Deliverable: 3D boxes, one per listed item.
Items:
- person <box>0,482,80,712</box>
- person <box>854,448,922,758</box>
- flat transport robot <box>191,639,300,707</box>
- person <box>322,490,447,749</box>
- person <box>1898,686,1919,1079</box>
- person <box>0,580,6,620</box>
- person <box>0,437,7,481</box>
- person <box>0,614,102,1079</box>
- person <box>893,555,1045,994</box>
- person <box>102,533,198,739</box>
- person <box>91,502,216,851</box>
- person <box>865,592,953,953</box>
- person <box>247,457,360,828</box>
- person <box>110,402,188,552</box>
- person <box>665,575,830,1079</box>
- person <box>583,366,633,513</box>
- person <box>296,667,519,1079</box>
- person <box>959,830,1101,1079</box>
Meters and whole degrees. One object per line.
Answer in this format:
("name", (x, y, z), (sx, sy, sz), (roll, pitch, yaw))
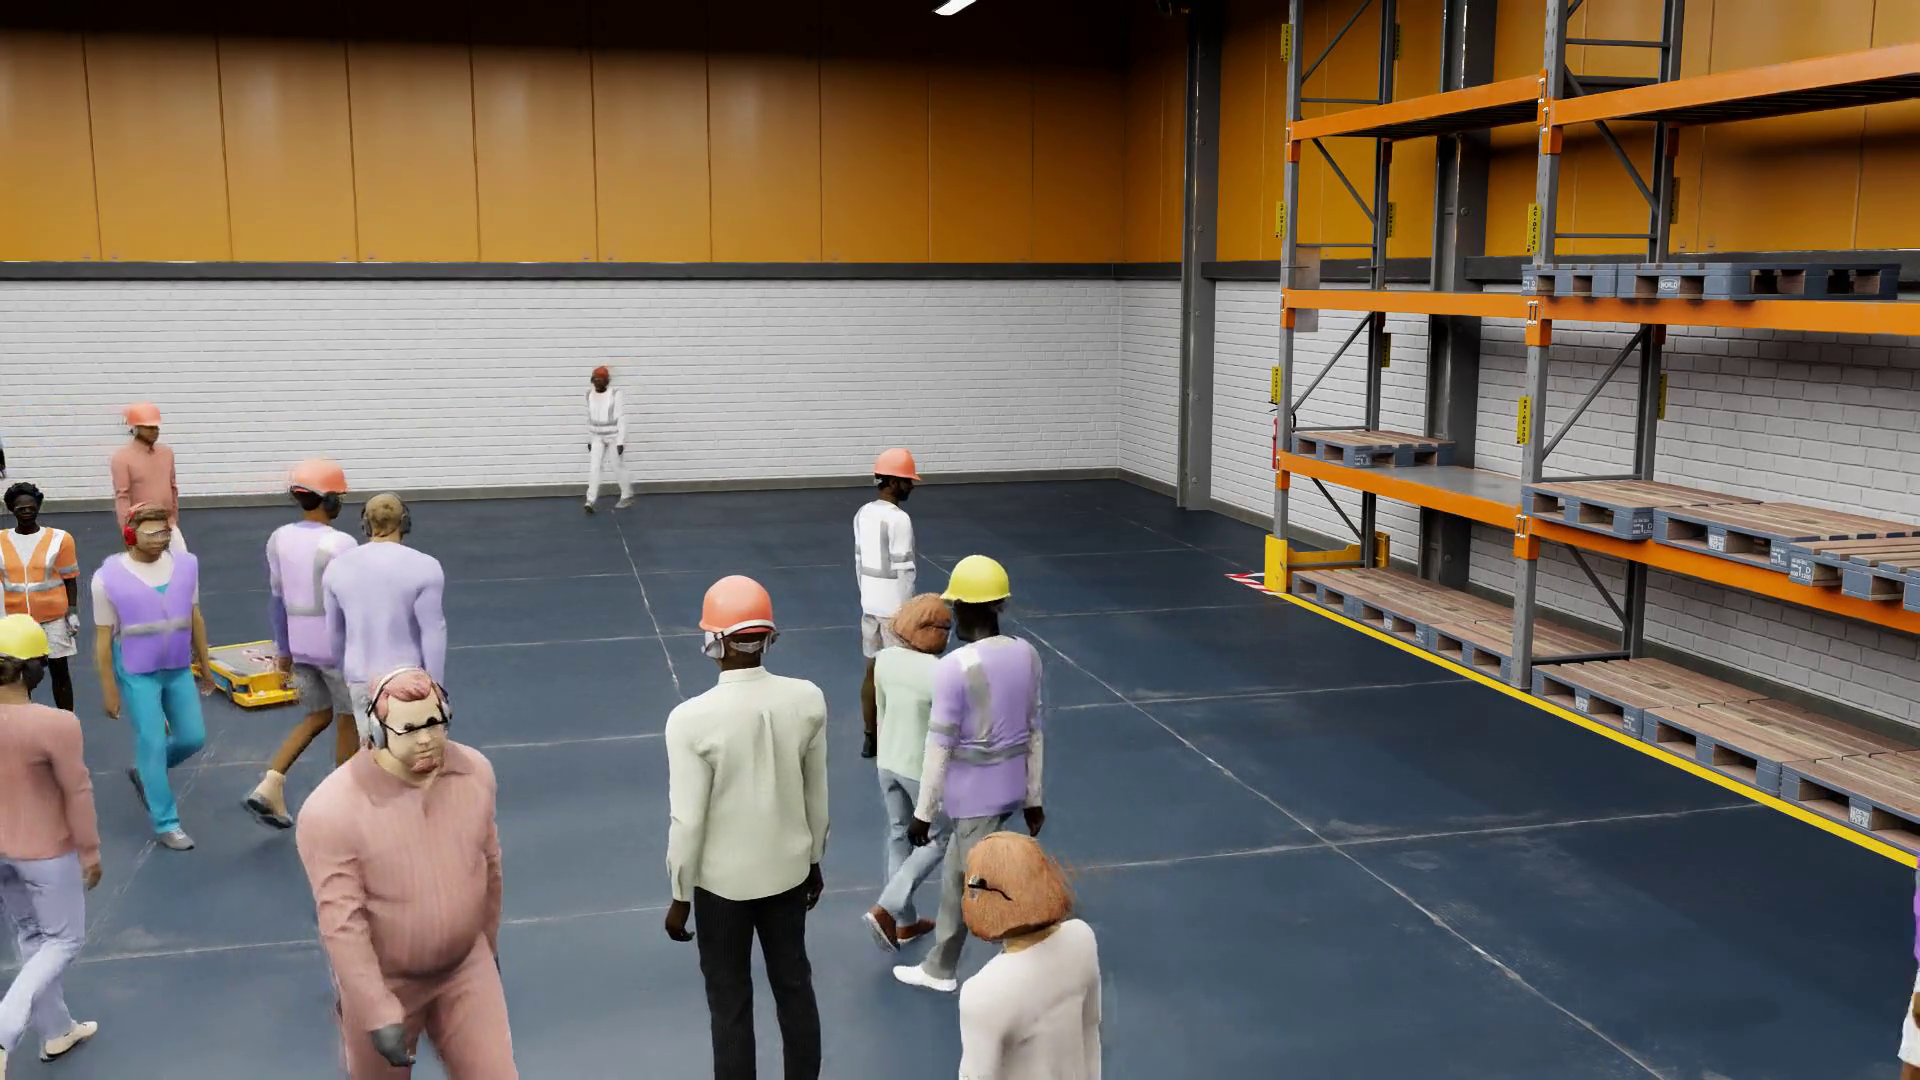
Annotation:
("person", (-5.783, 0.481, 10.382), (0.540, 1.700, 0.316), (-3, 10, -19))
("person", (-0.414, 0.406, 10.133), (0.375, 1.931, 0.542), (-6, 11, -33))
("flat transport robot", (-5.046, 0.934, 12.000), (0.652, 0.197, 1.431), (-8, 12, -40))
("person", (-2.864, 0.714, 8.356), (0.646, 1.913, 0.593), (1, 9, 5))
("person", (3.075, 1.242, 4.956), (0.554, 1.916, 0.696), (-8, 12, -39))
("person", (-4.802, 0.753, 7.867), (0.603, 1.961, 0.368), (-5, 10, -28))
("person", (-10.829, -0.771, 18.341), (0.538, 1.652, 0.848), (-3, 10, -18))
("person", (-3.452, 1.144, 6.088), (0.534, 1.743, 0.678), (2, 9, 10))
("person", (0.128, 0.996, 6.598), (0.965, 1.891, 0.587), (6, 11, 33))
("person", (-4.862, 0.589, 10.011), (0.525, 1.598, 0.733), (-3, 9, -15))
("person", (-4.235, 0.690, 8.683), (0.581, 1.824, 0.592), (6, 11, 31))
("person", (-0.233, 1.024, 7.244), (0.524, 1.608, 0.488), (8, 12, 40))
("person", (-3.401, 0.574, 8.789), (0.617, 2.025, 0.656), (5, 10, 29))
("person", (-6.421, -0.115, 13.233), (0.460, 1.972, 0.646), (3, 10, 21))
("person", (-0.717, 1.105, 5.567), (0.618, 1.993, 0.396), (-7, 12, -39))
("person", (-4.444, -1.261, 20.845), (0.621, 1.828, 1.014), (3, 9, 16))
("person", (-1.517, 1.289, 4.823), (0.950, 1.862, 0.652), (9, 13, 43))
("person", (0.184, 1.513, 4.164), (0.389, 1.616, 0.519), (8, 12, 40))
